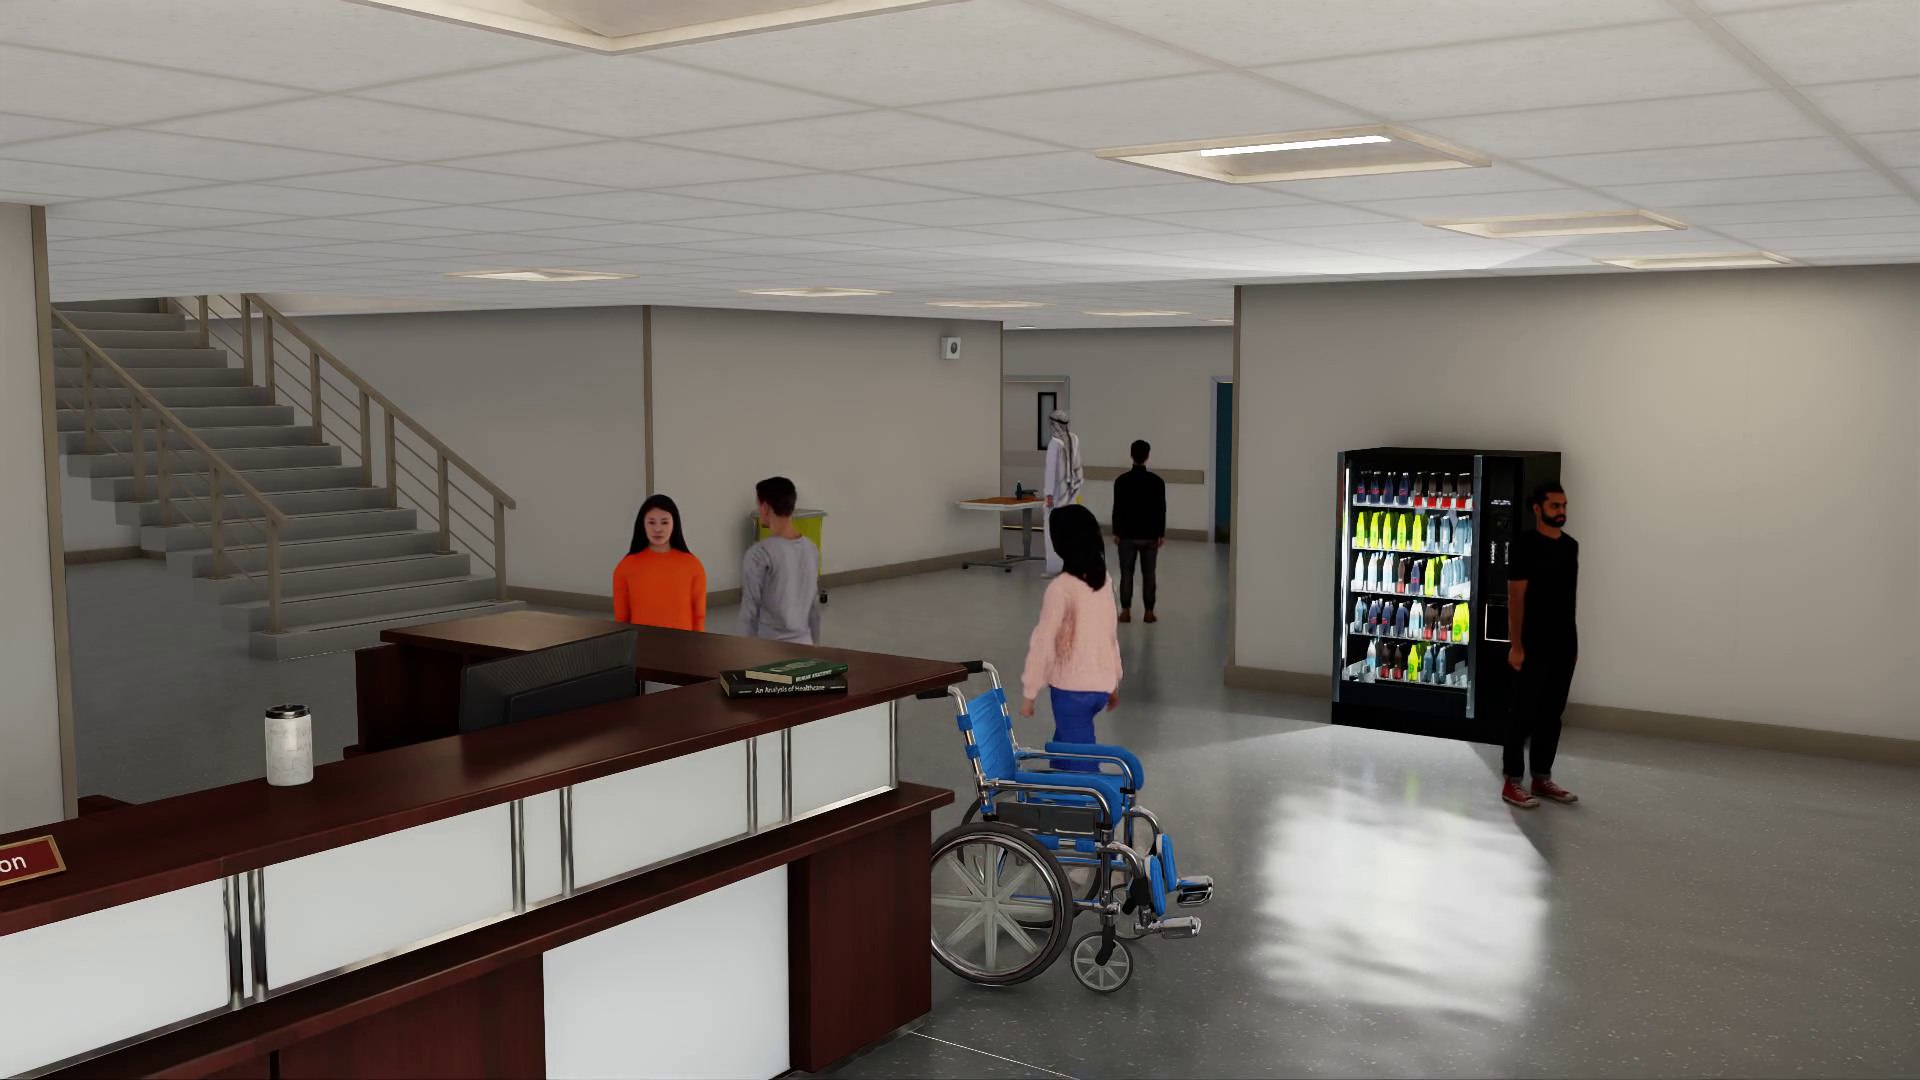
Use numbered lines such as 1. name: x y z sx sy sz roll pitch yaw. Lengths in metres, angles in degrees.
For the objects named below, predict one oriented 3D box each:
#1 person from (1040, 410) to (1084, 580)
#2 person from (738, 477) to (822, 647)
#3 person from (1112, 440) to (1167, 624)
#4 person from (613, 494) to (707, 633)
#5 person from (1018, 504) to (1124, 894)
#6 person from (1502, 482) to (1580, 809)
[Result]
1. person: 1.161 -0.521 19.030 0.632 1.922 0.704 4 7 38
2. person: -0.802 0.631 8.123 1.098 1.813 0.671 4 7 35
3. person: 1.688 -0.084 15.680 0.670 1.723 0.795 1 6 5
4. person: -1.522 0.635 8.399 0.705 1.750 0.757 -1 6 -12
5. person: 0.610 0.729 7.488 0.911 1.745 0.697 5 7 38
6. person: 3.180 0.562 9.090 0.708 1.756 0.695 -3 7 -28
